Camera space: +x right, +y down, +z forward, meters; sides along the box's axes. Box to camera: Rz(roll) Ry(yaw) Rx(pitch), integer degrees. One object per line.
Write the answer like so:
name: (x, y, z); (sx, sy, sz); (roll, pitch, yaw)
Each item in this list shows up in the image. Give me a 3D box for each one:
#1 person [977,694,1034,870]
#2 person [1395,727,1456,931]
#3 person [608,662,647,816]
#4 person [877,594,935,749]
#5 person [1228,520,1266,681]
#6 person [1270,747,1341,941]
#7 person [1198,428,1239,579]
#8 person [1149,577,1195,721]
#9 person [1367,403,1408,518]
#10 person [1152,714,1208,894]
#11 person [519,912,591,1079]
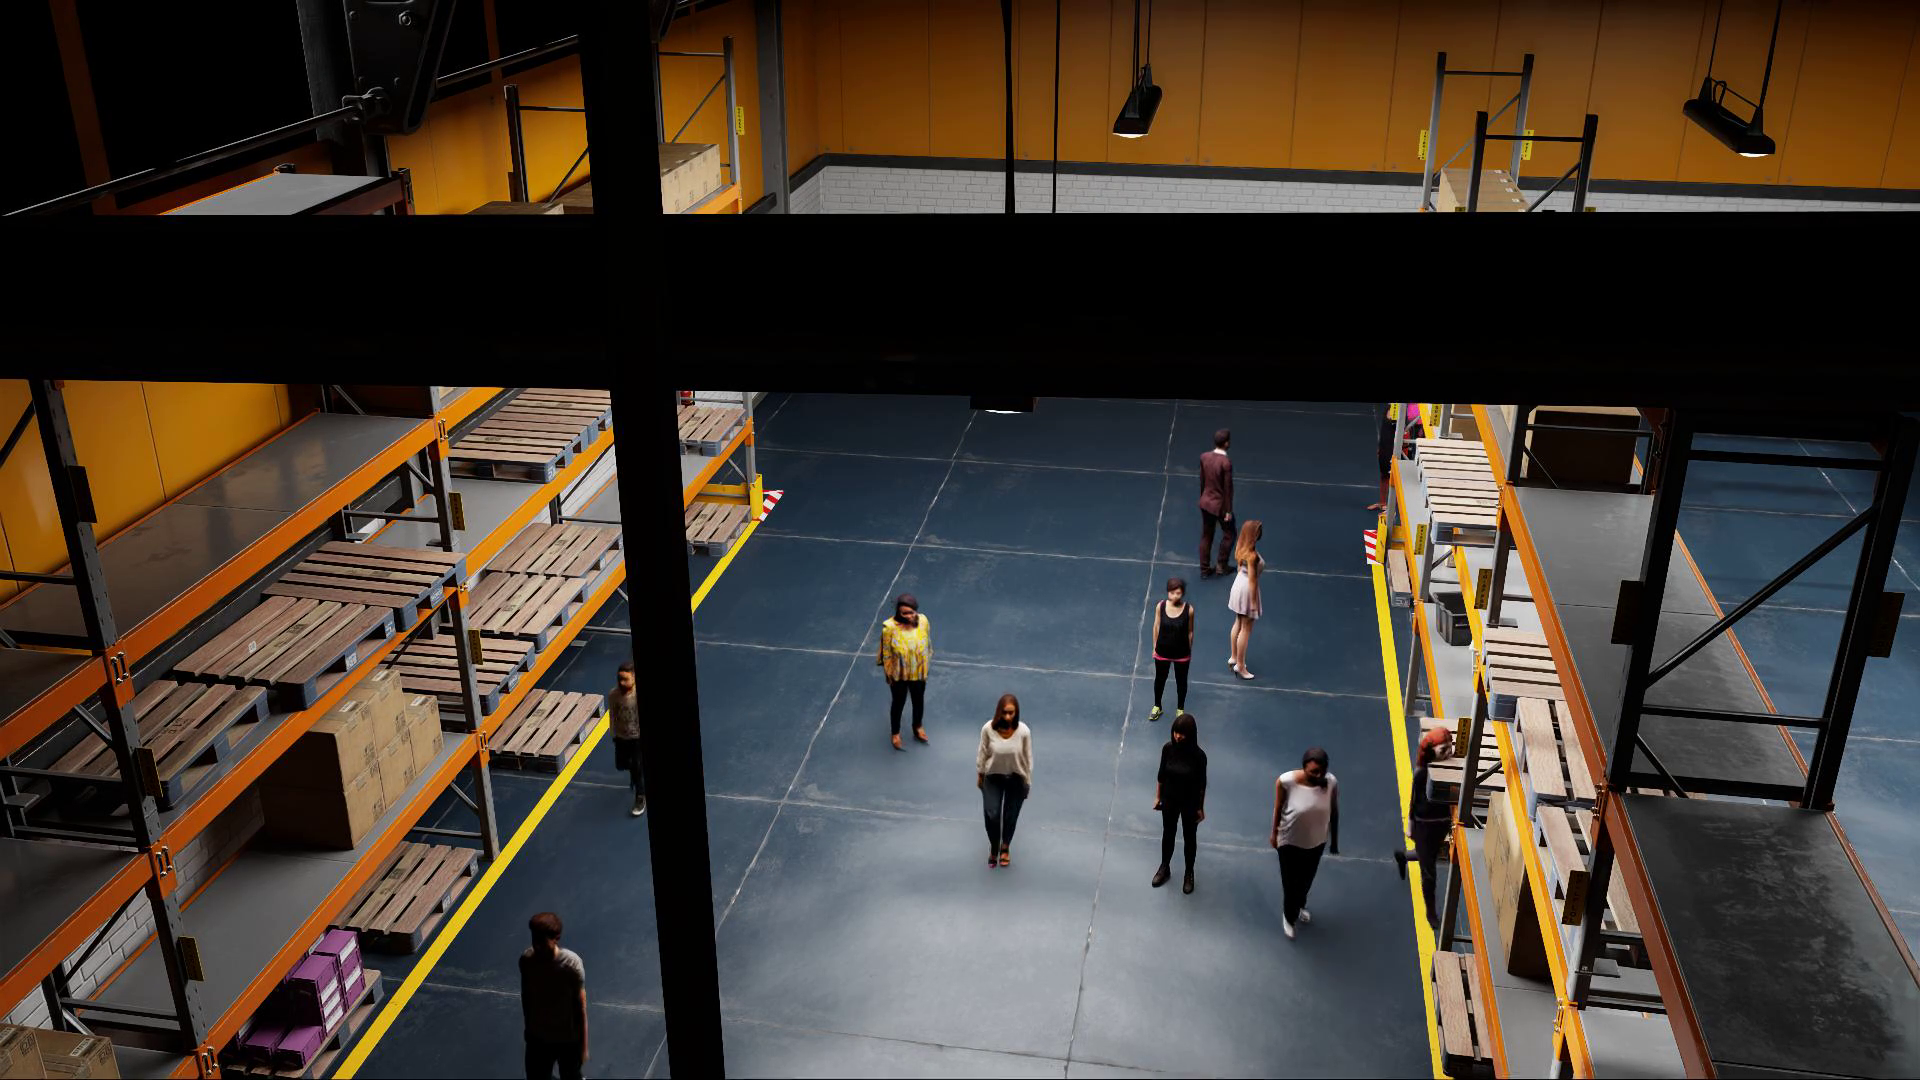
person: (0.393, 2.014, 14.248); (0.660, 1.665, 0.641); (2, 24, 4)
person: (3.789, 2.272, 13.547); (0.916, 1.754, 1.103); (-7, 25, -16)
person: (-2.958, 1.751, 15.118); (0.544, 1.452, 0.735); (4, 24, 8)
person: (-0.508, 1.239, 16.050); (0.872, 1.643, 0.924); (-10, 26, -22)
person: (2.983, 0.602, 17.350); (0.695, 1.769, 0.603); (-3, 24, -7)
person: (2.756, 2.362, 13.445); (0.778, 1.672, 0.824); (-6, 24, -13)
person: (2.959, -0.395, 19.523); (0.929, 1.856, 0.877); (-19, 30, -37)
person: (2.123, 1.075, 16.538); (0.561, 1.553, 0.518); (6, 24, 14)
person: (5.539, -1.136, 21.388); (0.744, 1.720, 0.602); (-6, 24, -14)
person: (1.856, 2.176, 13.910); (0.641, 1.641, 0.590); (11, 26, 23)
person: (-2.672, 3.243, 11.165); (0.673, 1.884, 0.670); (6, 24, 12)
